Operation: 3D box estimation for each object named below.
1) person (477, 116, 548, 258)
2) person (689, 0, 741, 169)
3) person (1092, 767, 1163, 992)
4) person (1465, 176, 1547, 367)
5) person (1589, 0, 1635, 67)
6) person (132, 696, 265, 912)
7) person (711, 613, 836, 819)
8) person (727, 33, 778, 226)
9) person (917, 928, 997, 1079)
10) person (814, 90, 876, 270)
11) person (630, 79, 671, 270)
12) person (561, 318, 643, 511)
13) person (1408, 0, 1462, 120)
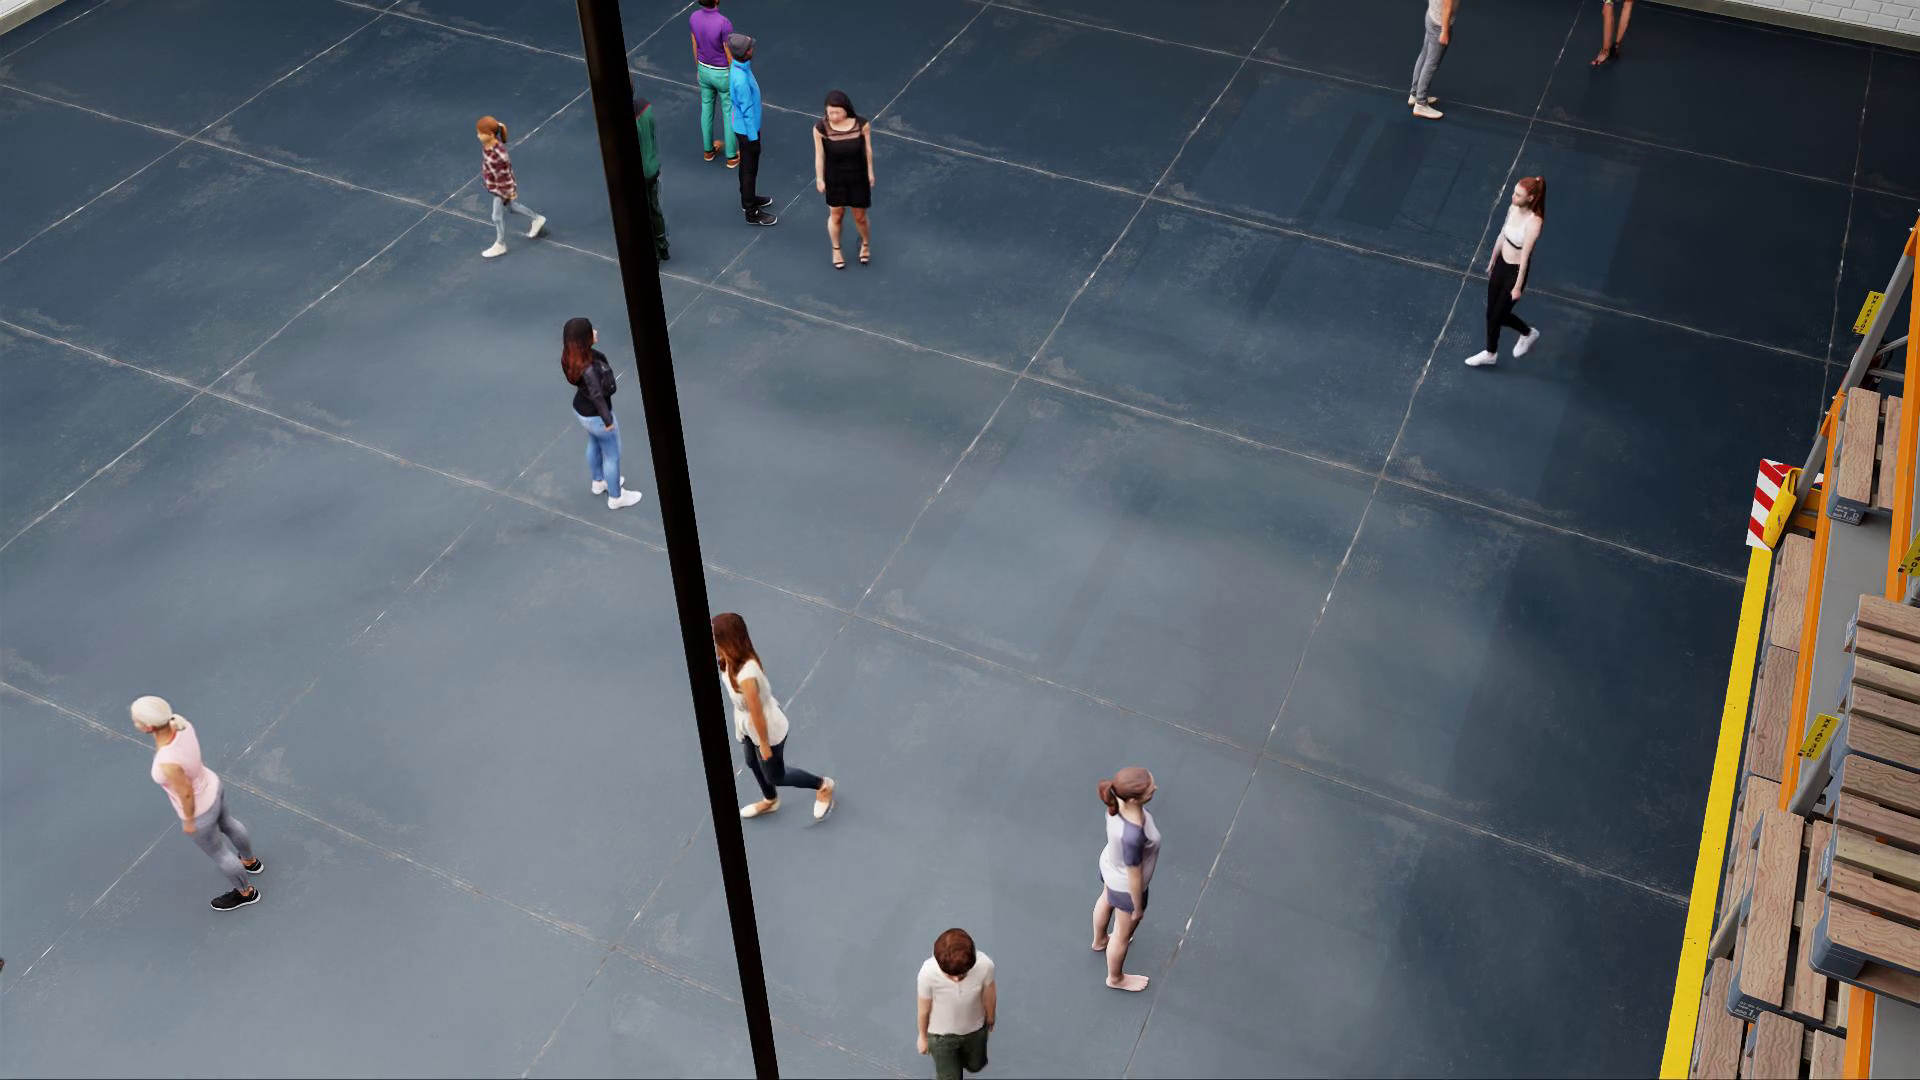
[{"bbox_3d":[-3.976,-3.144,14.618,0.973,1.292,0.800,-26,49,-25],"label":"person"},{"bbox_3d":[-2.280,-4.346,15.536,0.603,1.766,0.522,19,47,18],"label":"person"},{"bbox_3d":[0.893,1.817,9.065,0.736,1.767,0.663,-9,44,-9],"label":"person"},{"bbox_3d":[4.464,-2.114,13.218,0.901,1.731,0.869,-8,44,-8],"label":"person"},{"bbox_3d":[6.868,-5.753,16.990,0.724,1.797,0.803,-7,44,-7],"label":"person"},{"bbox_3d":[-4.324,1.469,9.460,0.706,1.726,0.612,-5,44,-5],"label":"person"},{"bbox_3d":[-1.103,1.065,9.863,0.976,1.756,0.900,-19,47,-19],"label":"person"},{"bbox_3d":[-1.908,-3.665,14.801,0.756,1.793,0.673,-9,44,-9],"label":"person"},{"bbox_3d":[-0.035,2.416,8.533,0.896,1.633,1.001,-9,44,-9],"label":"person"},{"bbox_3d":[-0.982,-3.096,14.266,0.759,1.707,0.780,-6,44,-6],"label":"person"},{"bbox_3d":[-2.742,-3.149,14.226,0.777,1.839,0.530,20,47,20],"label":"person"},{"bbox_3d":[-2.665,-0.937,12.053,0.753,1.633,0.732,-23,48,-22],"label":"person"},{"bbox_3d":[4.669,-5.062,16.191,0.795,1.898,0.637,2,44,2],"label":"person"}]
